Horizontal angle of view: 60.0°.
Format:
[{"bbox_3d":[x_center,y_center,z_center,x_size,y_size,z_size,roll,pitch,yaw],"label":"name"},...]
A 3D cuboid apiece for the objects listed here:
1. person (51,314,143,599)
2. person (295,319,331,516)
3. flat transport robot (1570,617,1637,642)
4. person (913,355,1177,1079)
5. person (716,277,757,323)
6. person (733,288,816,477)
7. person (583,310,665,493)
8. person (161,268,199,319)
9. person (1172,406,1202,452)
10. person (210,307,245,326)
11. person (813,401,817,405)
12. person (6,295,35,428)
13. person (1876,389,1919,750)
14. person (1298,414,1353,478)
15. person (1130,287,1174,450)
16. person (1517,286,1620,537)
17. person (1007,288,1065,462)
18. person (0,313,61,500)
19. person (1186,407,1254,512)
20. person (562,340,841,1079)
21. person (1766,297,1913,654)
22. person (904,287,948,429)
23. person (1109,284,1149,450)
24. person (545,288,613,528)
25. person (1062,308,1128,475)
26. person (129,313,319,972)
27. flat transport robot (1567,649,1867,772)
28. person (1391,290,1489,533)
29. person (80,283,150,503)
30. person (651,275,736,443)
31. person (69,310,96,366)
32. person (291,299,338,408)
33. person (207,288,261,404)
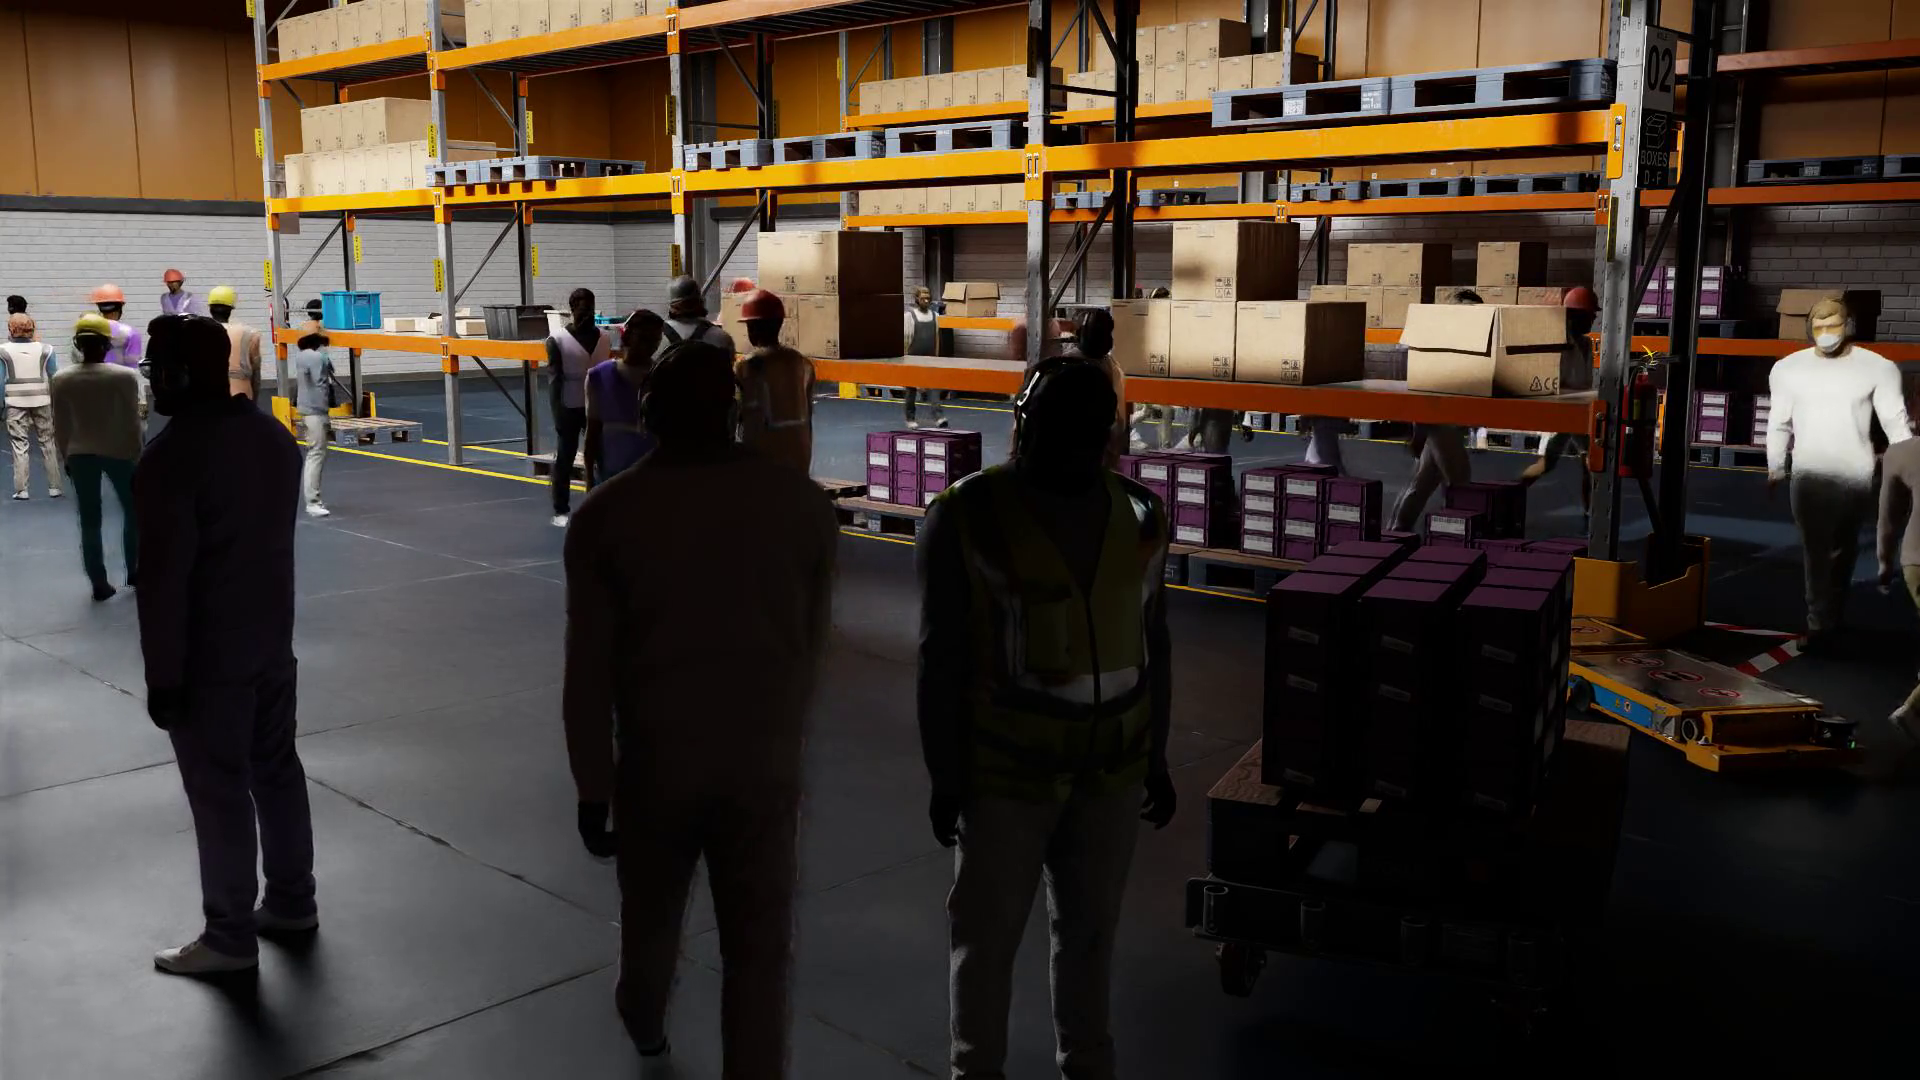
[{"bbox_3d":[-5.307,-0.526,10.329,0.540,1.731,0.698,-1,9,-8],"label":"person"},{"bbox_3d":[-5.321,-1.015,13.755,0.287,1.610,0.648,-7,12,-37],"label":"person"},{"bbox_3d":[2.740,0.551,8.243,1.431,0.197,0.652,-2,9,-10],"label":"flat transport robot"},{"bbox_3d":[0.209,0.512,3.701,0.621,1.839,0.429,-4,10,-22],"label":"person"},{"bbox_3d":[-2.268,-1.725,17.136,1.058,1.937,0.610,9,13,43],"label":"person"},{"bbox_3d":[-1.004,-0.431,9.248,0.544,1.920,0.571,-8,12,-40],"label":"person"},{"bbox_3d":[-1.715,-0.335,9.001,0.567,1.793,0.934,-4,10,-24],"label":"person"},{"bbox_3d":[-11.924,-3.134,25.469,0.621,2.020,0.545,1,9,4],"label":"person"},{"bbox_3d":[2.160,-1.368,14.988,0.579,1.912,0.611,7,12,38],"label":"person"},{"bbox_3d":[-8.539,-1.973,19.228,0.544,1.733,0.806,-8,13,-42],"label":"person"},{"bbox_3d":[-2.311,-2.948,24.958,0.340,1.831,0.671,-6,11,-31],"label":"person"},{"bbox_3d":[-11.959,-2.271,21.219,0.360,1.688,0.565,-2,9,-13],"label":"person"},{"bbox_3d":[4.032,0.113,6.828,0.506,1.608,0.535,-6,11,-31],"label":"person"},{"bbox_3d":[2.896,-0.948,13.023,0.910,1.718,0.528,8,12,41],"label":"person"},{"bbox_3d":[2.021,-1.753,17.591,0.528,1.849,0.781,-7,12,-38],"label":"person"},{"bbox_3d":[4.592,-0.986,12.707,0.546,1.904,0.930,-7,11,-35],"label":"person"},{"bbox_3d":[0.783,-1.528,16.156,0.990,1.857,0.663,8,12,39],"label":"person"},{"bbox_3d":[-8.172,-1.167,14.592,0.524,1.639,0.306,-7,12,-39],"label":"person"},{"bbox_3d":[1.995,-0.851,12.448,0.510,1.691,0.887,-9,13,-43],"label":"person"},{"bbox_3d":[-0.609,0.467,3.905,0.644,1.851,1.027,-3,10,-17],"label":"person"},{"bbox_3d":[4.713,-0.356,8.933,0.741,1.874,1.047,5,11,30],"label":"person"},{"bbox_3d":[-0.459,-2.250,20.768,0.549,1.787,0.989,-4,10,-24],"label":"person"},{"bbox_3d":[1.924,-1.974,18.885,0.578,1.859,0.808,-6,11,-32],"label":"person"},{"bbox_3d":[-2.855,-0.984,12.771,0.998,1.863,0.630,9,13,43],"label":"person"},{"bbox_3d":[0.777,-0.504,10.078,0.977,1.793,0.646,8,12,42],"label":"person"},{"bbox_3d":[-2.154,0.301,4.814,0.400,1.901,0.646,2,9,10],"label":"person"},{"bbox_3d":[3.188,0.708,7.283,0.652,0.197,1.431,-2,9,-9],"label":"flat transport robot"},{"bbox_3d":[3.345,-0.729,11.176,1.053,1.874,0.638,8,12,39],"label":"person"},{"bbox_3d":[-7.266,-1.234,14.224,0.580,1.908,0.793,1,9,6],"label":"person"},{"bbox_3d":[-1.874,-0.856,11.461,0.706,2.000,1.003,0,9,-1],"label":"person"},{"bbox_3d":[-8.826,-1.540,16.965,0.538,1.598,0.442,1,9,6],"label":"person"},{"bbox_3d":[-8.179,-2.220,21.021,0.898,1.653,0.533,-2,10,-13],"label":"person"},{"bbox_3d":[-6.235,-1.201,14.129,0.577,1.861,1.046,-3,10,-19],"label":"person"}]
